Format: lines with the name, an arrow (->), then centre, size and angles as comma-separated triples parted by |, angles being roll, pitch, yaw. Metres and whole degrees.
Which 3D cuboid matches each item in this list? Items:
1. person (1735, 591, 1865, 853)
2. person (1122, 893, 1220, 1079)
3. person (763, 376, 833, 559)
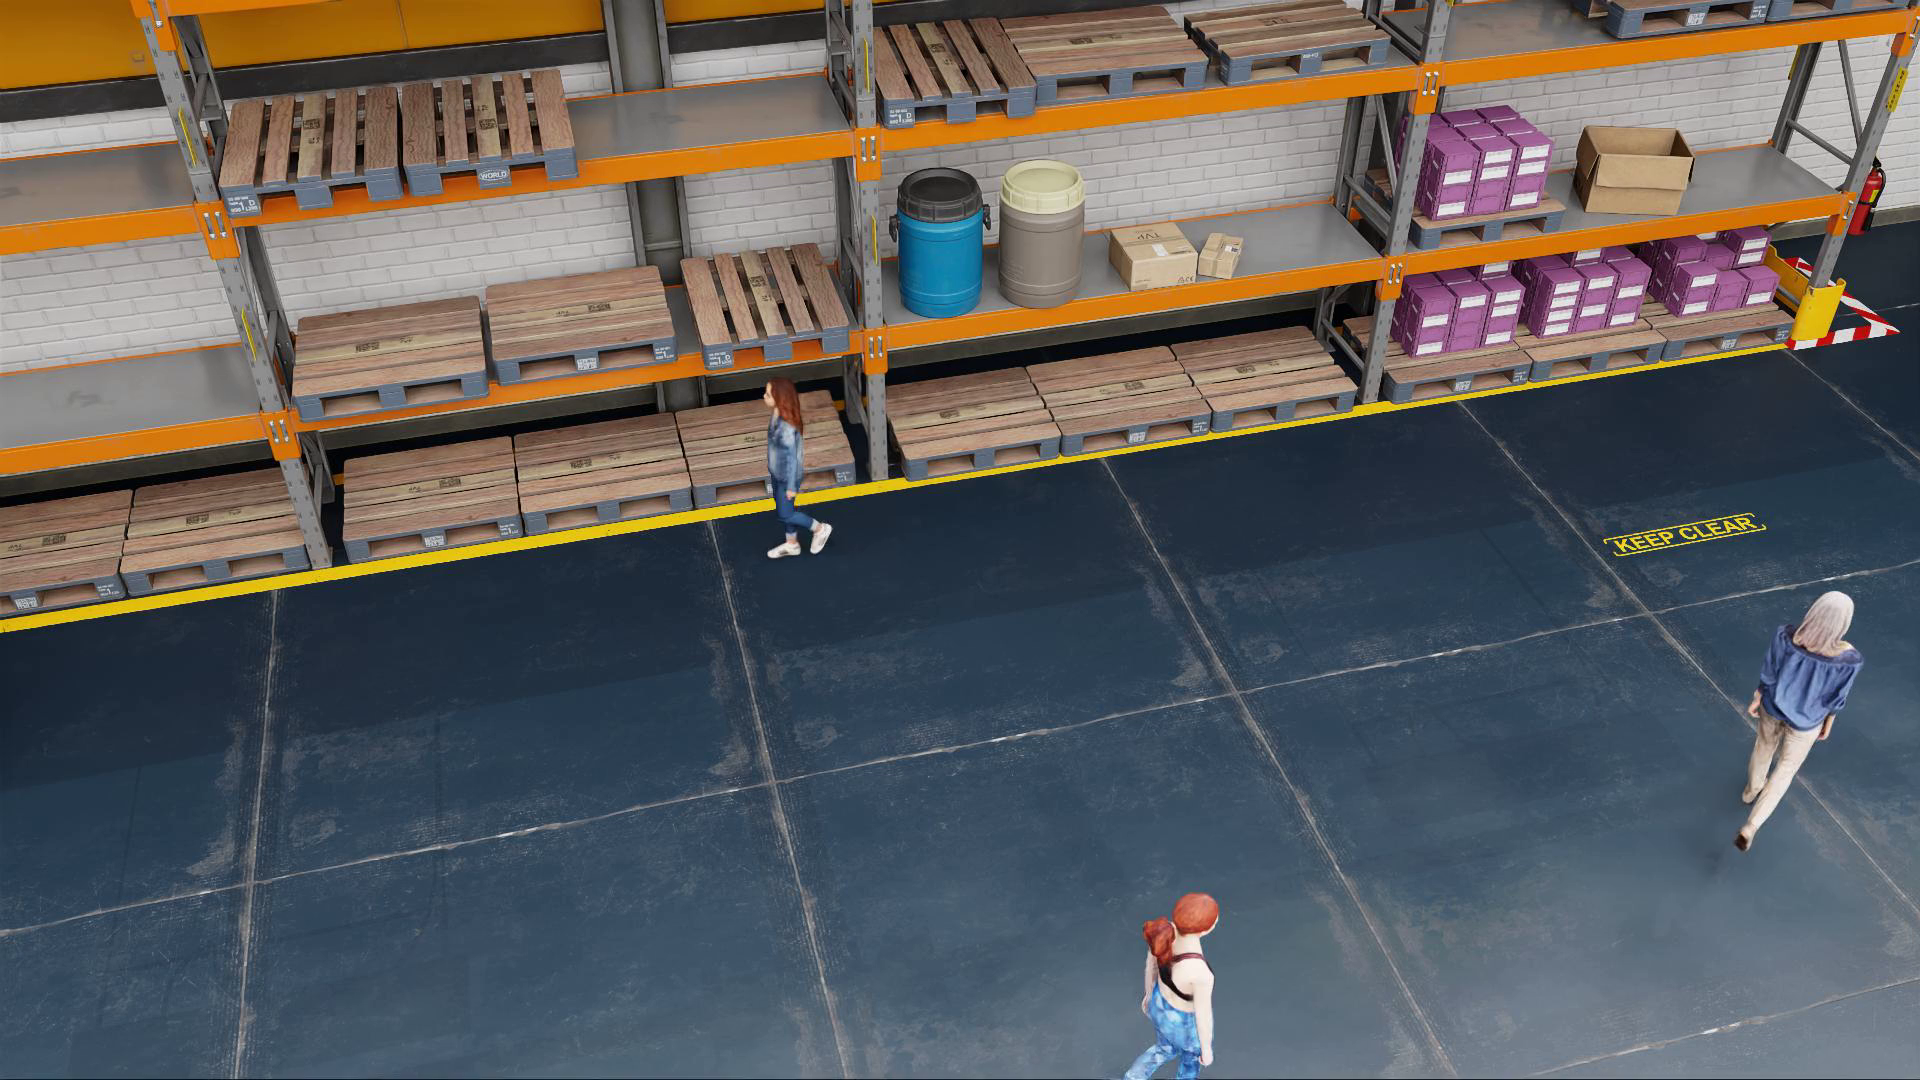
person -> 4.606, 1.018, 9.265 | 0.987, 1.678, 1.129 | 27, 46, 29
person -> 0.919, 2.263, 7.633 | 0.964, 1.769, 0.716 | -20, 43, -23
person -> -1.109, -0.475, 11.293 | 0.685, 1.470, 0.592 | -12, 40, -14
